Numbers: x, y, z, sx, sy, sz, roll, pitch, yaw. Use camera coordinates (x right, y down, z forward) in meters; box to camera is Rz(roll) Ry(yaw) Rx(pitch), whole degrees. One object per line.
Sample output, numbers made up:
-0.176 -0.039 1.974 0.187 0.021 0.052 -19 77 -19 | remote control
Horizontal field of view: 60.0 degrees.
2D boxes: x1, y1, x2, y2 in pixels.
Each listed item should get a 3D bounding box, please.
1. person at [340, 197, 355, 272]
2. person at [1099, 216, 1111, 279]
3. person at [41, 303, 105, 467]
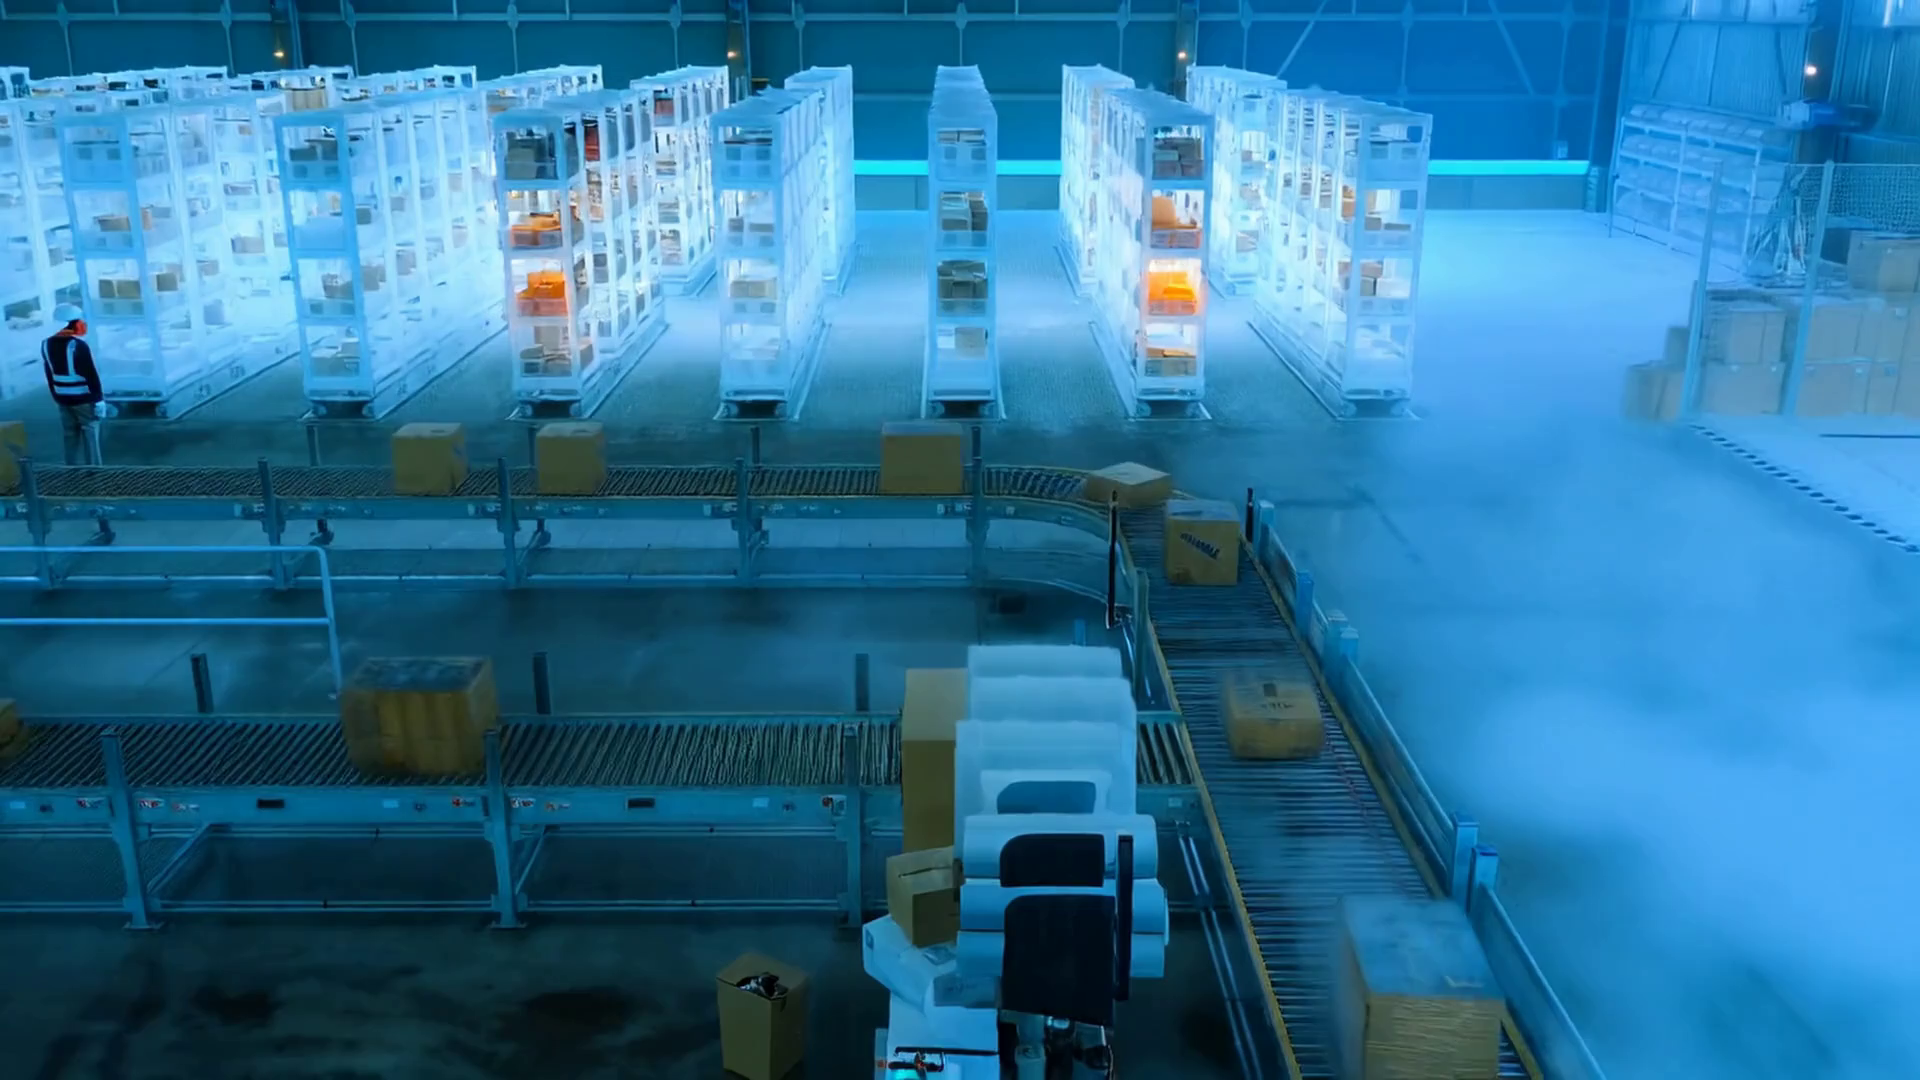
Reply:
-9.894 -4.734 27.326 0.918 1.785 0.629 -4 18 -12 | person
2.409 -4.490 26.507 0.389 1.837 0.560 -15 23 -38 | person
-8.975 -1.439 16.918 0.605 1.949 0.382 6 19 19 | person
